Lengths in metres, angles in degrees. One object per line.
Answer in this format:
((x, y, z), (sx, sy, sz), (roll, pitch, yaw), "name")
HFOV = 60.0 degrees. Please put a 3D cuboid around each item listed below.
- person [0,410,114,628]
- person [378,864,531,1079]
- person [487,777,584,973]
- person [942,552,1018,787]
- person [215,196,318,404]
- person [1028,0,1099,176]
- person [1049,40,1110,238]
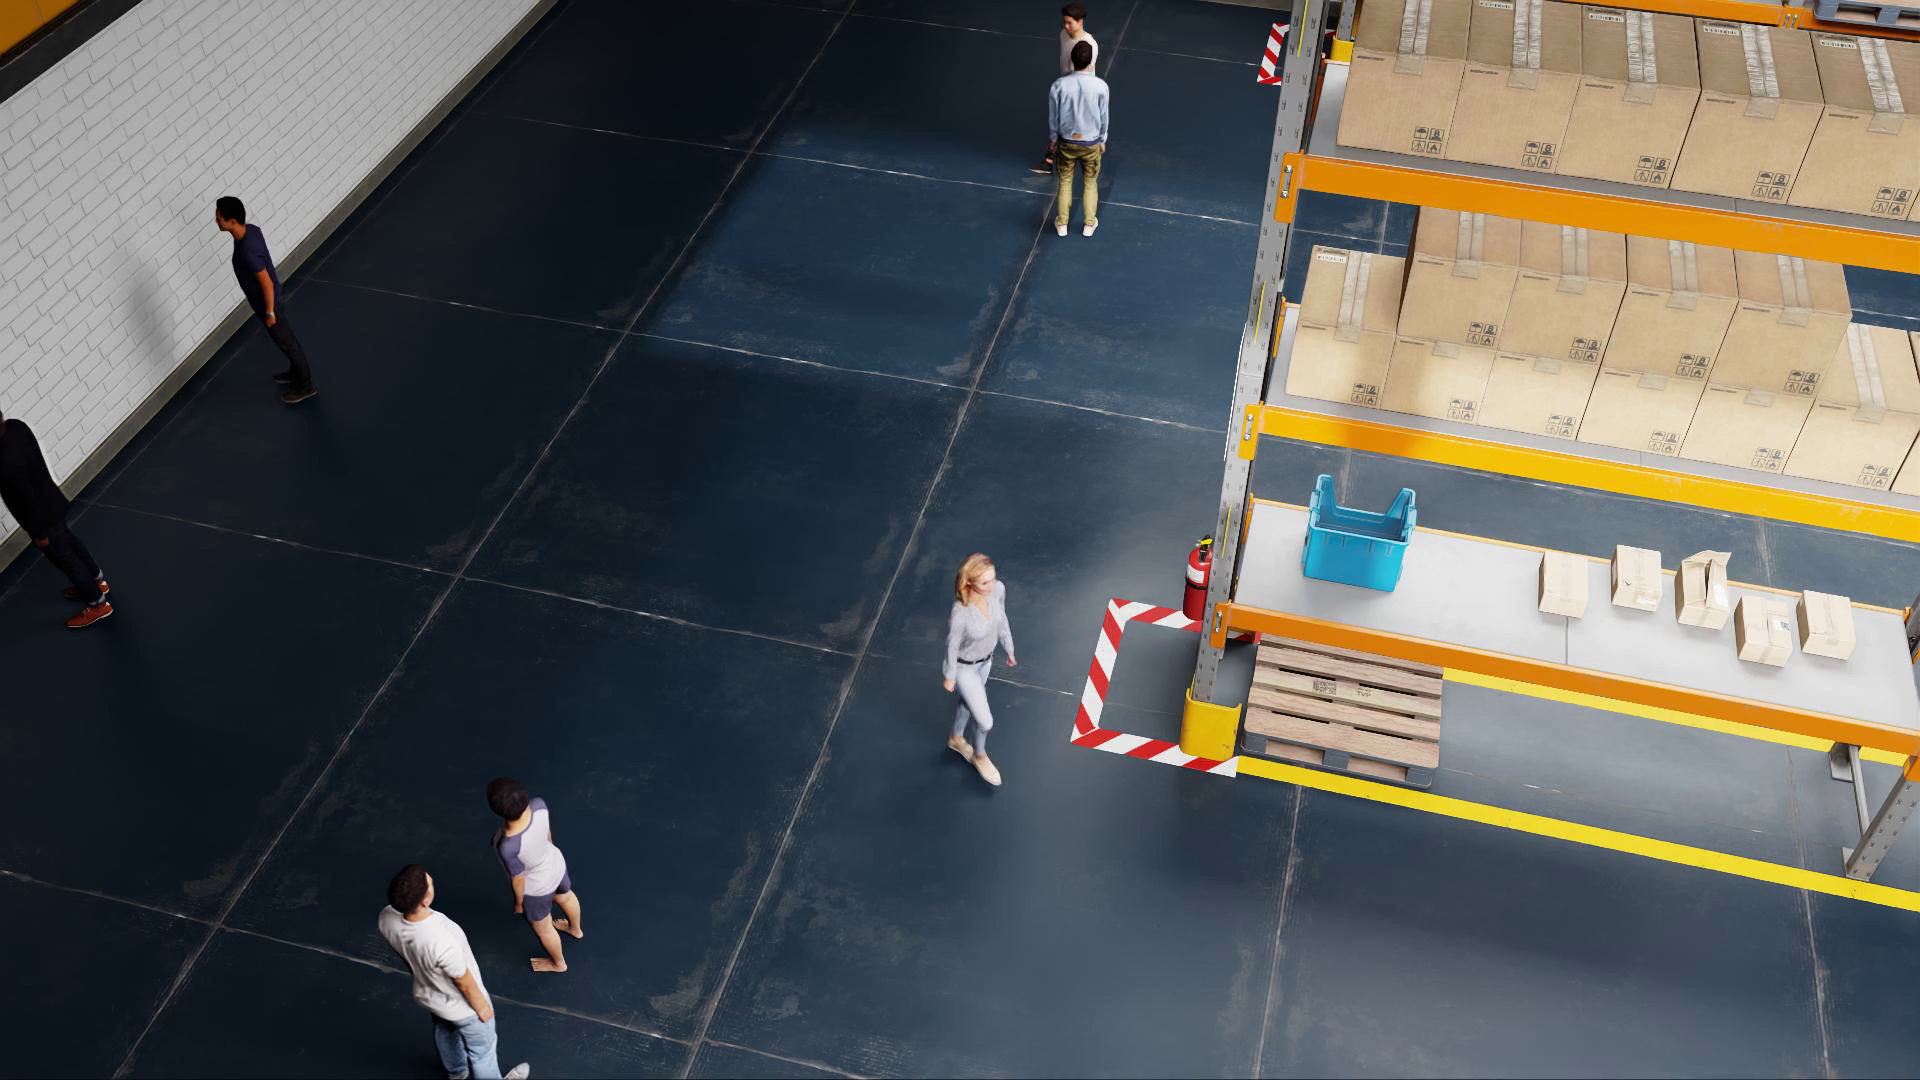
((-6.058, -0.191, 10.975), (0.820, 1.817, 0.785), (-17, 46, -17), "person")
((-2.581, 2.262, 8.370), (0.622, 1.860, 0.796), (25, 49, 24), "person")
((-2.307, 1.810, 9.057), (0.540, 1.565, 0.575), (14, 45, 14), "person")
((0.021, 0.704, 10.063), (0.849, 1.779, 0.780), (33, 53, 30), "person")
((-5.306, -1.854, 12.741), (0.756, 1.790, 0.710), (-19, 47, -19), "person")
((1.145, -4.148, 15.230), (1.095, 1.677, 1.106), (-32, 52, -29), "person")
((1.029, -3.461, 14.412), (0.559, 1.812, 0.771), (4, 44, 4), "person")
